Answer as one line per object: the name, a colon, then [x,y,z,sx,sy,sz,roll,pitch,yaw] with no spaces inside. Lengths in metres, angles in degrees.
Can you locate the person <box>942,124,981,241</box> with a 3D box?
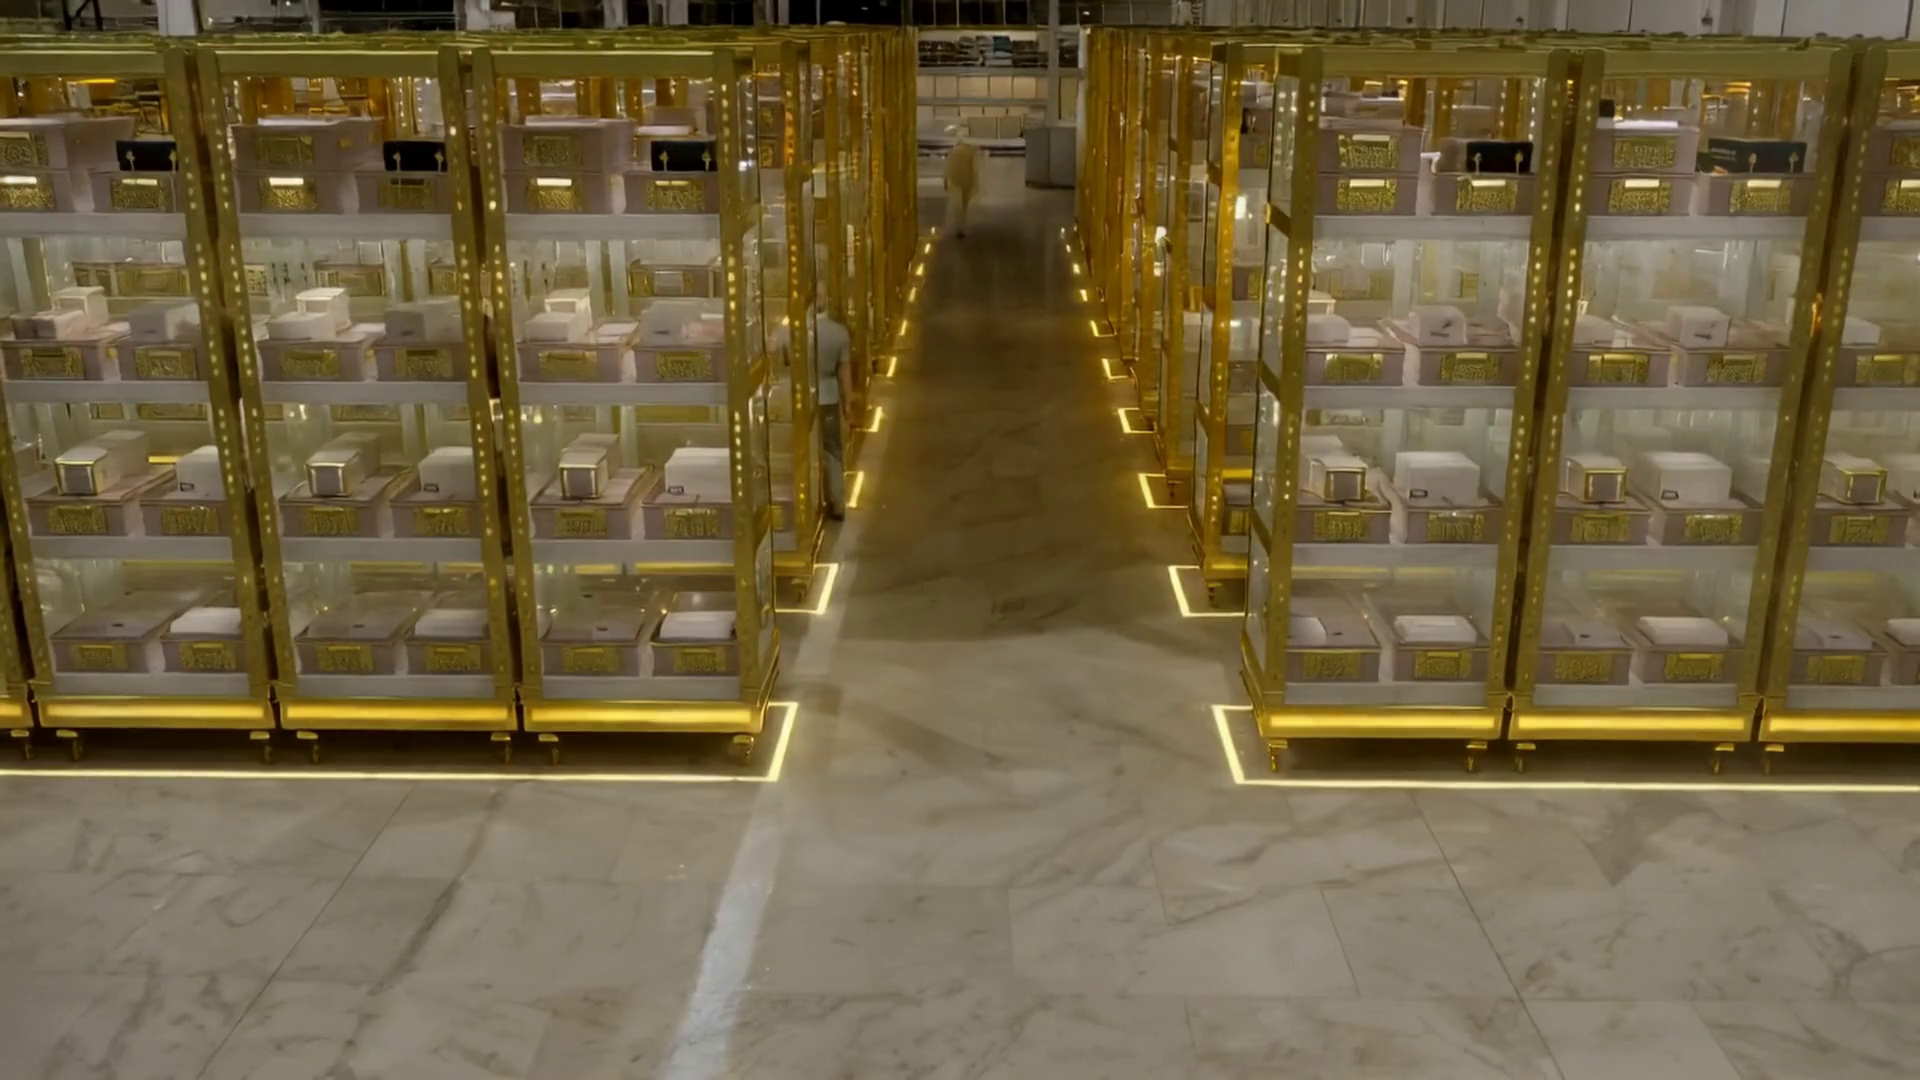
person: [-0.013,-6.265,29.109,0.637,1.956,0.930,-6,18,-18]

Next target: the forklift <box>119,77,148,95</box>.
forklift: [-21.725,-11.367,43.864,1.873,2.768,1.129,0,17,1]

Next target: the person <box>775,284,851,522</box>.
person: [-1.100,-1.020,12.584,0.563,1.847,0.388,-3,18,-11]
